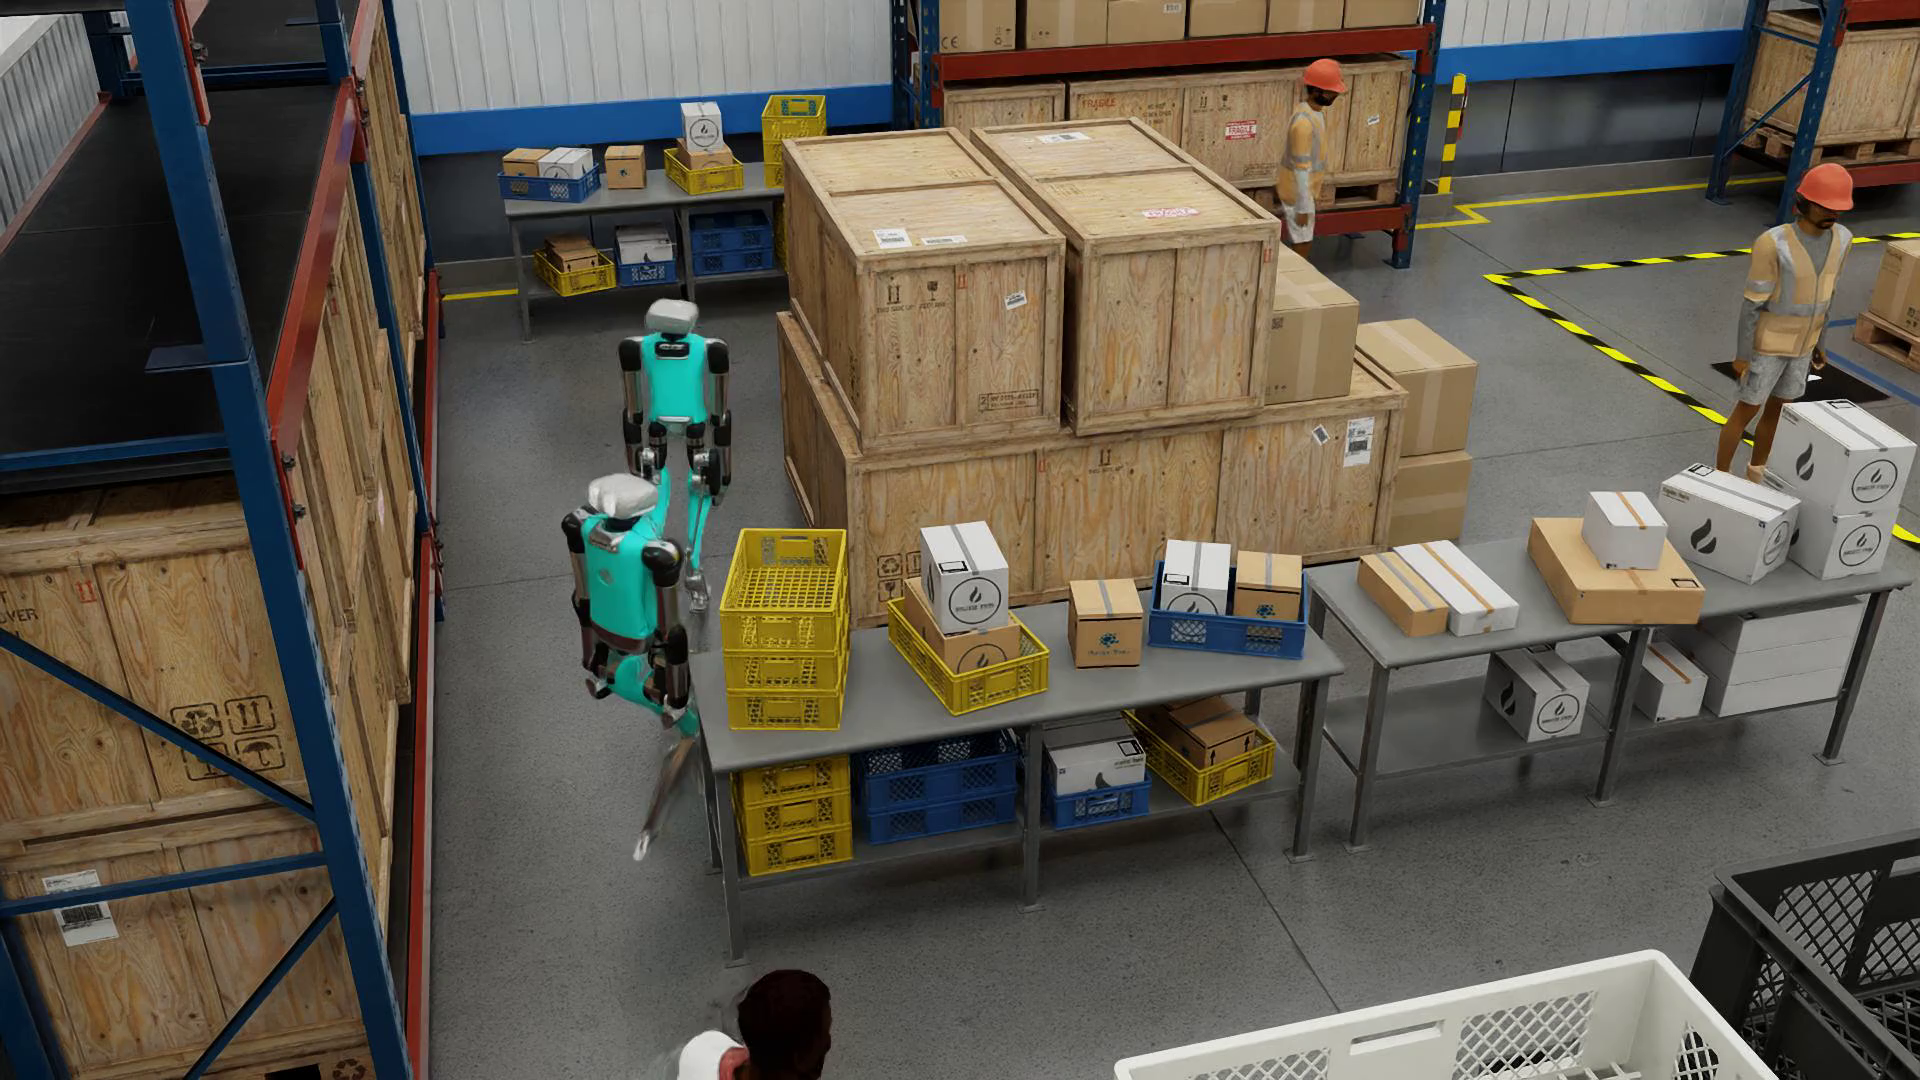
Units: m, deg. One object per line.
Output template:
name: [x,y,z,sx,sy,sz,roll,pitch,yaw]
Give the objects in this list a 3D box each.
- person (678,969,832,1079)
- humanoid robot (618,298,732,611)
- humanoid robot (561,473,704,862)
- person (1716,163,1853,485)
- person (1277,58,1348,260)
person: [-0.405,1.792,4.223,0.592,1.855,1.028,24,37,36]
humanoid robot: [-1.379,-0.205,8.029,0.538,1.784,1.022,0,29,-1]
humanoid robot: [-1.147,0.462,6.832,0.569,1.823,0.814,16,33,26]
person: [4.601,-1.094,9.267,0.613,2.040,0.373,-9,30,-16]
person: [2.484,-2.486,11.913,0.415,1.924,0.564,10,30,17]
